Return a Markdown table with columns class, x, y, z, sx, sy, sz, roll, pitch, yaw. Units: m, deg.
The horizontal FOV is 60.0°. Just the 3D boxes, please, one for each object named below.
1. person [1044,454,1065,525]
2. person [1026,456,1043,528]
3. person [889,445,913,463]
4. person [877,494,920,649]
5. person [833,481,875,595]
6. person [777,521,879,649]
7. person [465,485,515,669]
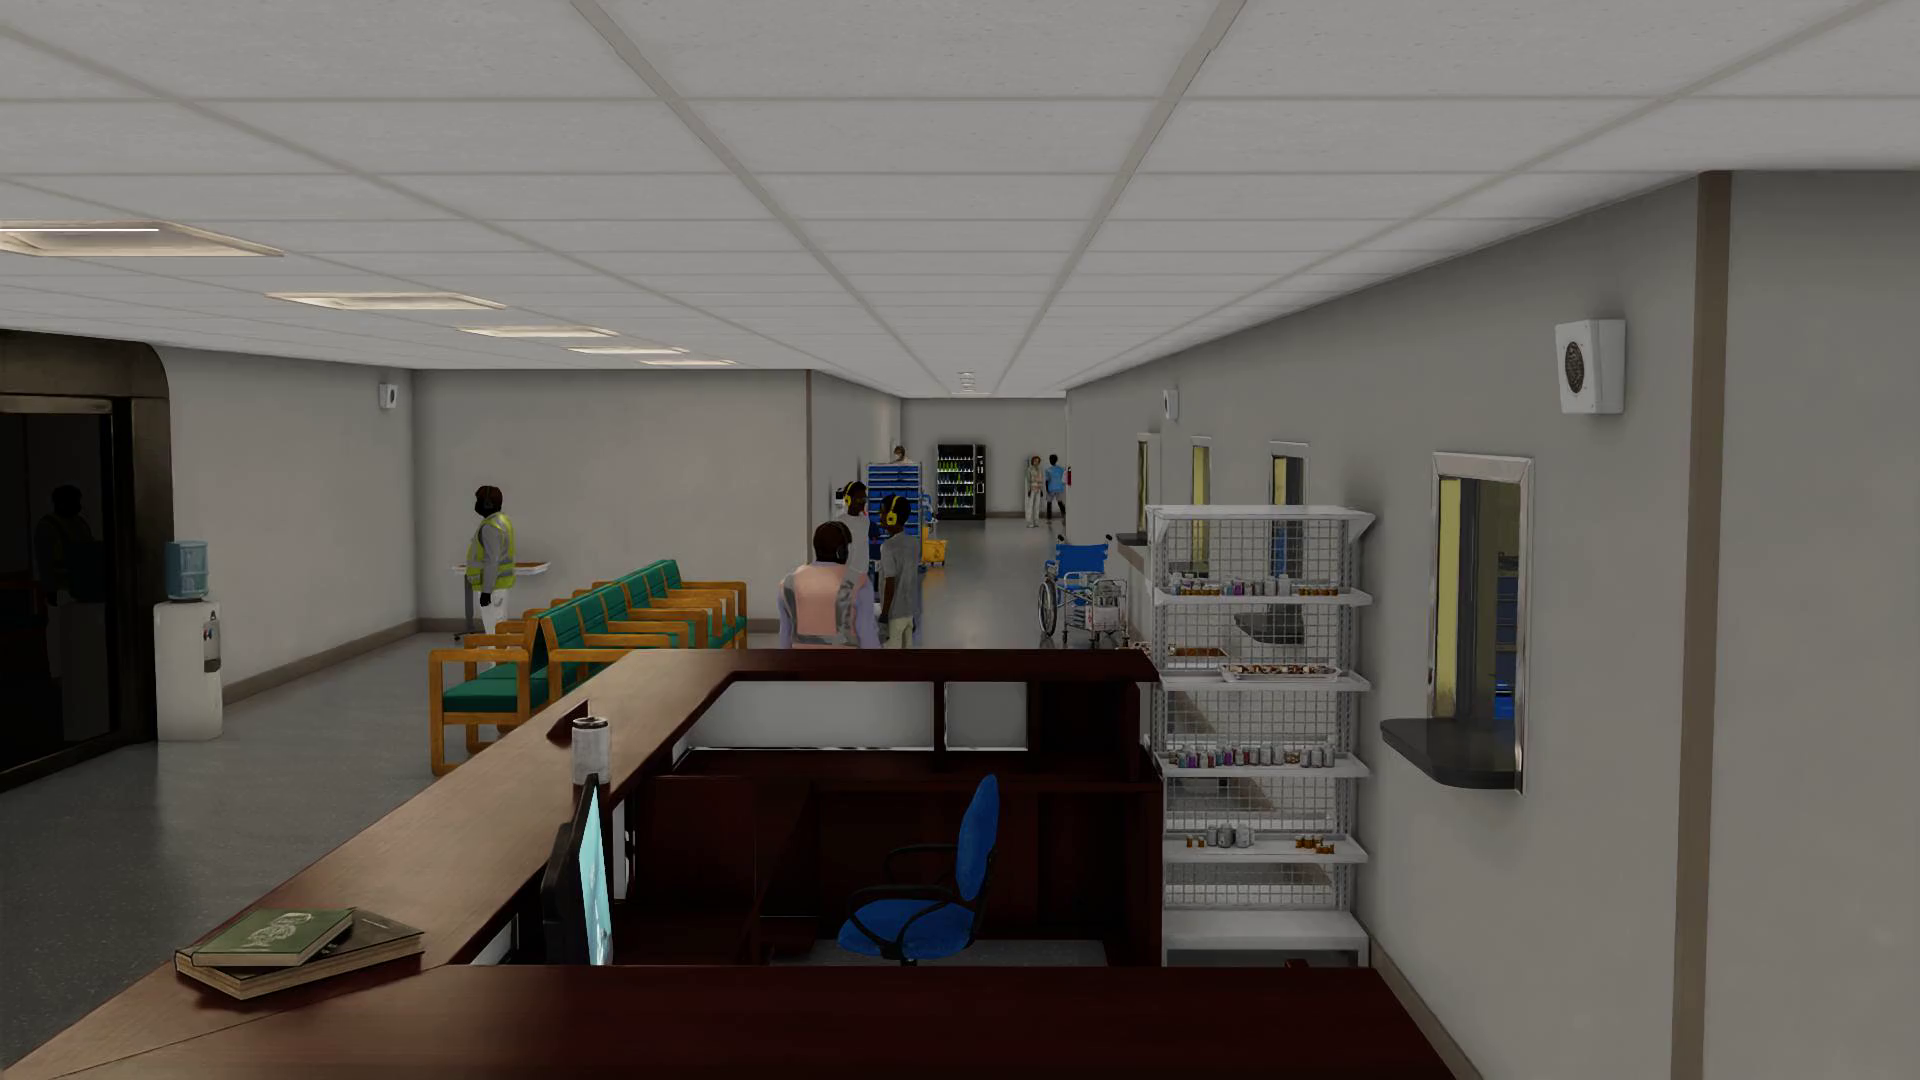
| class | x | y | z | sx | sy | sz | roll | pitch | yaw |
| --- | --- | --- | --- | --- | --- | --- | --- | --- | --- |
| person | 2.238 | -1.182 | 38.840 | 0.540 | 1.669 | 0.803 | -1 | 4 | -19 |
| person | 1.694 | -1.093 | 37.815 | 0.313 | 1.637 | 0.513 | 4 | 6 | 44 |
| person | -1.204 | -0.961 | 33.876 | 0.633 | 1.936 | 0.352 | 2 | 5 | 29 |
| person | -0.490 | 0.590 | 12.564 | 0.326 | 1.876 | 0.518 | 2 | 4 | 24 |
| person | -0.981 | 0.386 | 15.468 | 0.312 | 1.866 | 0.538 | 3 | 5 | 35 |
| person | -0.750 | 0.808 | 9.729 | 0.624 | 1.844 | 0.430 | 2 | 4 | 24 |
| person | -4.267 | 0.424 | 15.119 | 0.429 | 1.844 | 0.625 | -1 | 4 | -8 |
